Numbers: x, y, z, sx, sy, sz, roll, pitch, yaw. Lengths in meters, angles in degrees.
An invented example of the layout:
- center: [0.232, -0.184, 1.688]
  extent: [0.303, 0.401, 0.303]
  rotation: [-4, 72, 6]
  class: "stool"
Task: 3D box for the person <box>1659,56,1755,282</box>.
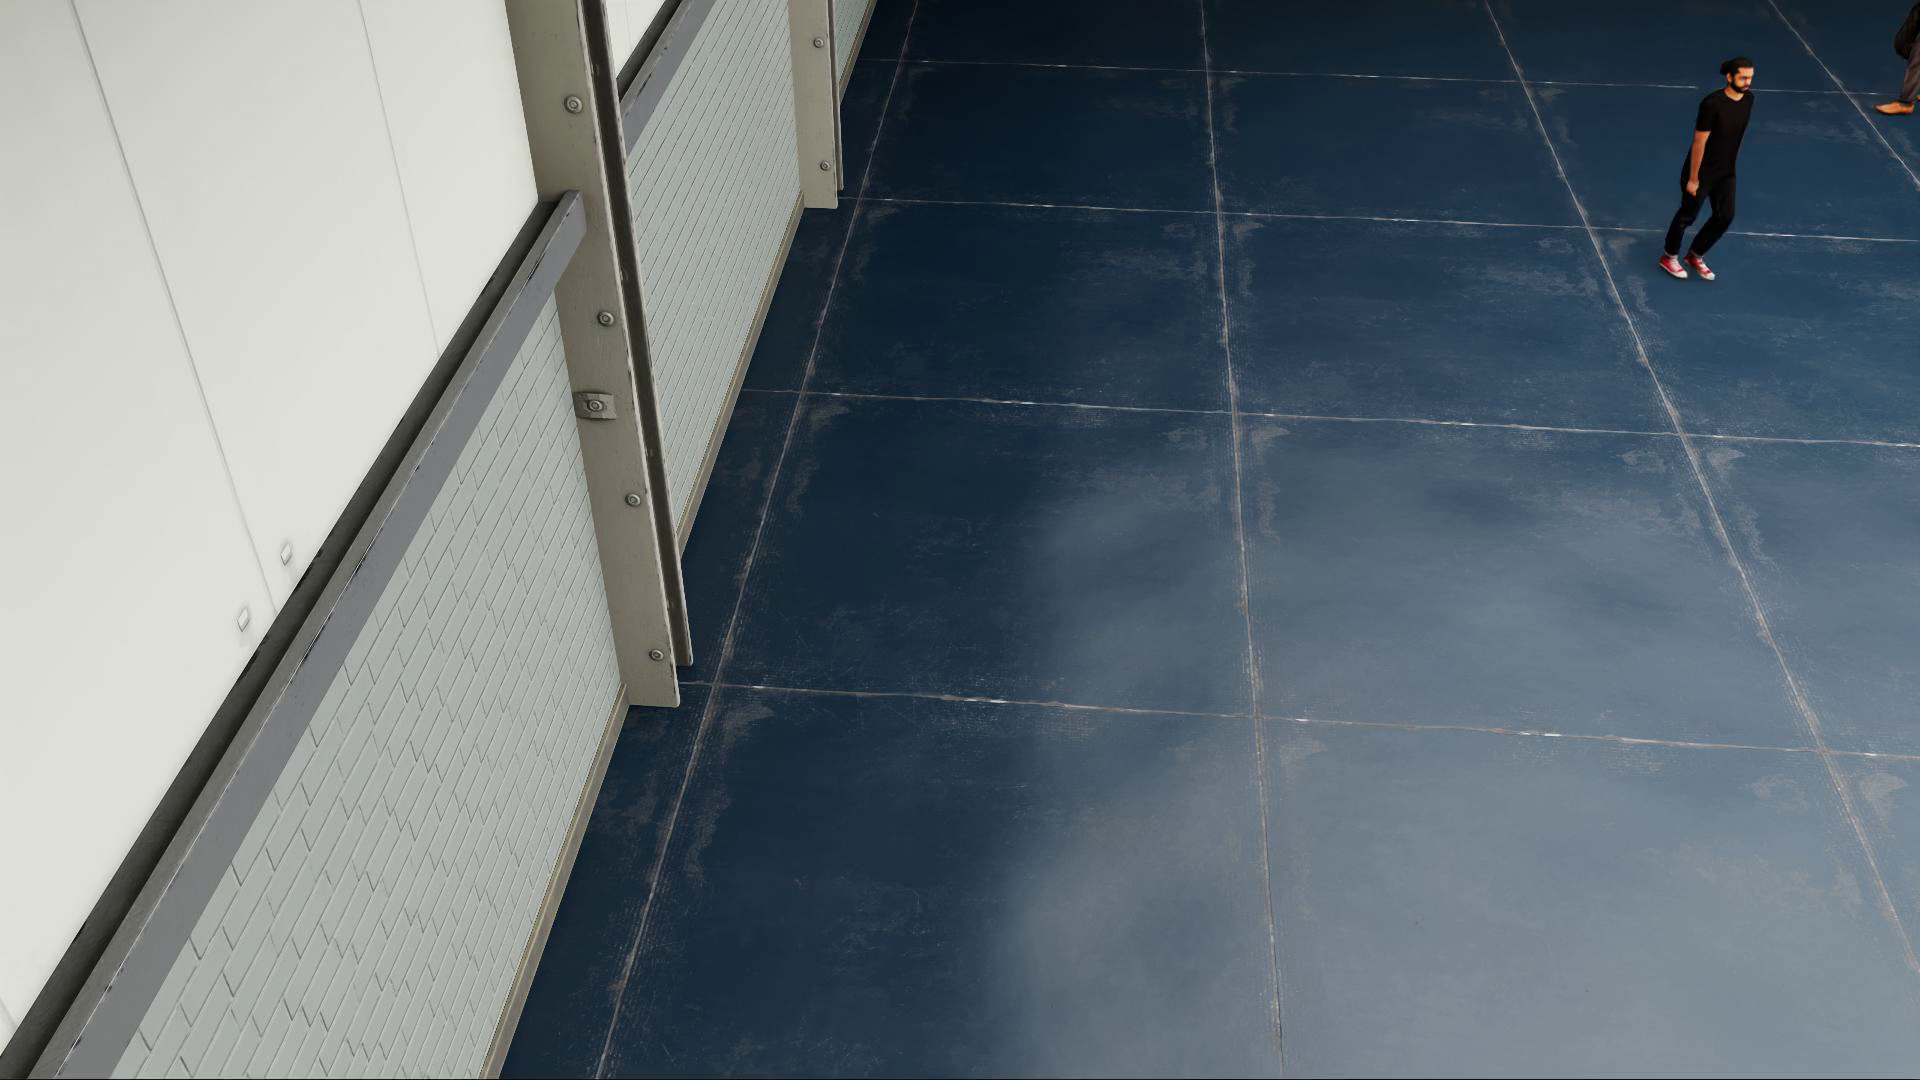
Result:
- center: [5.573, -2.811, 12.492]
  extent: [0.765, 1.745, 0.799]
  rotation: [-14, 40, -17]
  class: "person"
